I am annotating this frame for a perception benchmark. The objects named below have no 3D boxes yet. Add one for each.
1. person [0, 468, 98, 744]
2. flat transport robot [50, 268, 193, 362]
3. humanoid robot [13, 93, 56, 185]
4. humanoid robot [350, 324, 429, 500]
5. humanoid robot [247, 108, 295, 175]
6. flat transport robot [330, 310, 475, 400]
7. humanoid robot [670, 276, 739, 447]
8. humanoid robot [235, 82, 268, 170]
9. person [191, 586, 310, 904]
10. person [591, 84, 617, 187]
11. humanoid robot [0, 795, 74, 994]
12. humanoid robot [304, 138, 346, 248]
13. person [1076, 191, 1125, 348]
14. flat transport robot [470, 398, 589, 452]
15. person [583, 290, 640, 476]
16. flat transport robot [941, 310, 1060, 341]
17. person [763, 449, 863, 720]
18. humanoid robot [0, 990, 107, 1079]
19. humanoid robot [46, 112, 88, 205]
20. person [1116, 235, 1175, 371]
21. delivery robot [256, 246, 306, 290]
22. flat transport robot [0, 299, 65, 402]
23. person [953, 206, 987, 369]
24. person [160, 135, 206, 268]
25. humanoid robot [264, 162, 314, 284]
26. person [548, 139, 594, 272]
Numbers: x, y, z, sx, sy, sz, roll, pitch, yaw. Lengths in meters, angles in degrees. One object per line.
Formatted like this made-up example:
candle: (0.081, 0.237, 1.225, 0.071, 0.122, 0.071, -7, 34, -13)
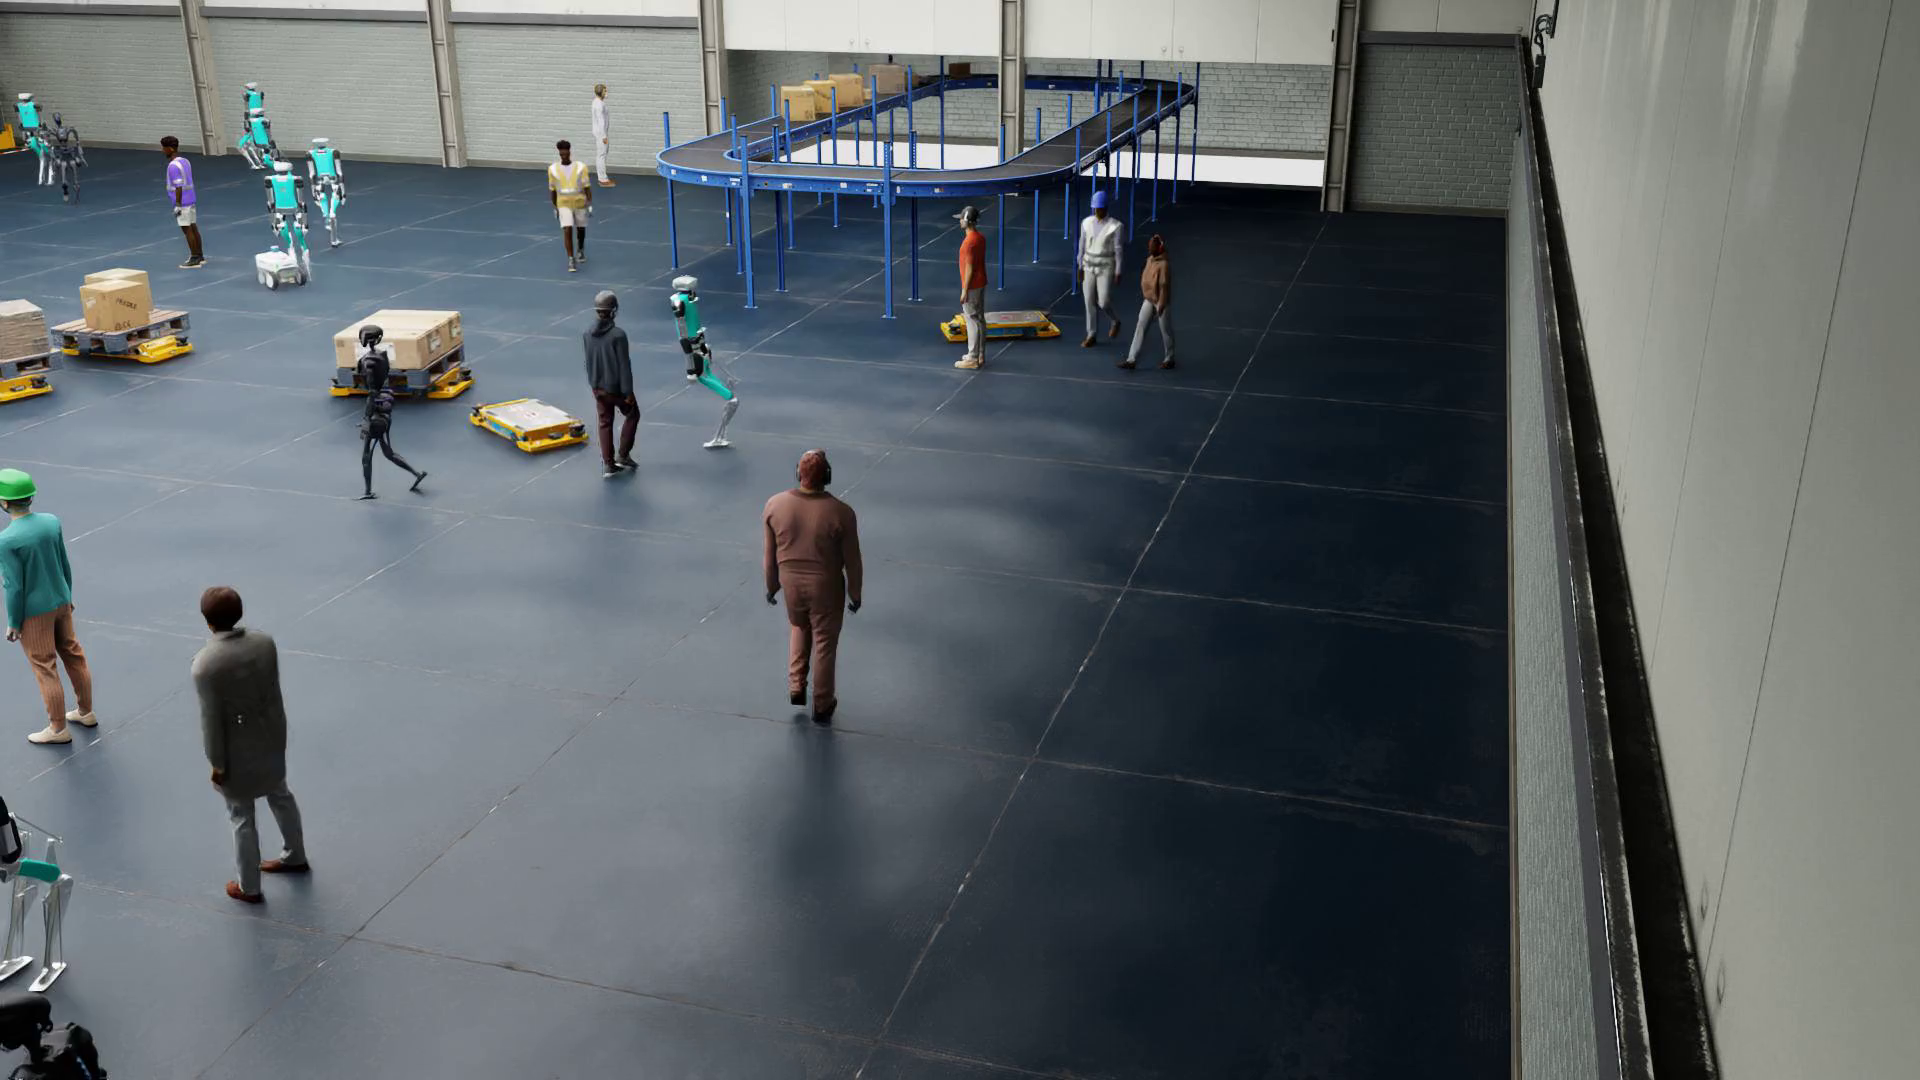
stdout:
person: (-5.987, 0.431, 10.829, 0.350, 1.875, 0.512, 6, 22, 16)
flat transport robot: (-10.217, -2.391, 20.379, 1.431, 0.231, 0.659, 7, 22, 17)
humanoid robot: (-17.892, -7.799, 32.364, 0.532, 1.803, 0.672, 1, 21, 2)
humanoid robot: (-5.344, -1.184, 15.332, 0.704, 1.636, 0.599, -4, 21, -10)
humanoid robot: (-12.412, -6.975, 30.236, 0.543, 1.769, 0.824, 12, 24, 29)
flat transport robot: (-6.304, -1.795, 18.834, 1.431, 0.231, 0.659, 2, 21, 5)
humanoid robot: (-2.481, -1.733, 16.717, 0.766, 1.826, 0.530, 2, 21, 6)
humanoid robot: (-14.540, -8.466, 33.998, 0.701, 1.727, 0.544, 7, 22, 17)
person: (-3.917, 1.115, 9.137, 0.382, 1.824, 0.515, 11, 24, 27)
person: (-6.916, -7.827, 32.161, 0.372, 1.940, 0.627, -6, 22, -15)
humanoid robot: (-4.824, 1.441, 8.348, 0.530, 1.743, 0.703, 6, 22, 15)
humanoid robot: (-9.999, -5.406, 26.216, 0.574, 1.742, 1.030, -4, 21, -10)
person: (1.733, -3.355, 20.568, 0.619, 1.928, 0.520, 15, 26, 34)
flat transport robot: (-4.499, -1.213, 17.323, 0.659, 0.231, 1.431, -17, 27, -37)
person: (-3.312, -1.506, 15.952, 0.561, 1.794, 0.513, 9, 23, 22)
flat transport robot: (0.513, -2.735, 21.272, 1.431, 0.231, 0.659, -4, 21, -10)
person: (-0.962, 0.303, 11.131, 0.674, 1.892, 0.447, 6, 22, 14)
humanoid robot: (-3.174, 2.350, 6.137, 0.468, 1.645, 0.610, 0, 21, -1)
humanoid robot: (-16.202, -6.929, 30.201, 0.602, 1.647, 0.344, -15, 25, -33)
person: (2.227, -2.745, 19.403, 0.843, 1.612, 0.486, -12, 24, -29)
delivery robot: (-9.818, -3.916, 23.950, 0.801, 0.604, 0.499, 20, 29, 41)
flat transport robot: (-10.984, -1.807, 18.864, 1.431, 0.231, 0.659, 15, 26, 34)
person: (0.113, -2.976, 19.617, 0.403, 1.912, 0.475, 8, 22, 20)
person: (-11.693, -5.083, 25.008, 0.363, 1.961, 0.611, -2, 21, -6)
humanoid robot: (-9.615, -4.533, 23.978, 0.539, 1.857, 0.665, -3, 21, -8)
person: (-5.838, -5.063, 25.002, 0.612, 1.933, 0.921, -5, 22, -13)
